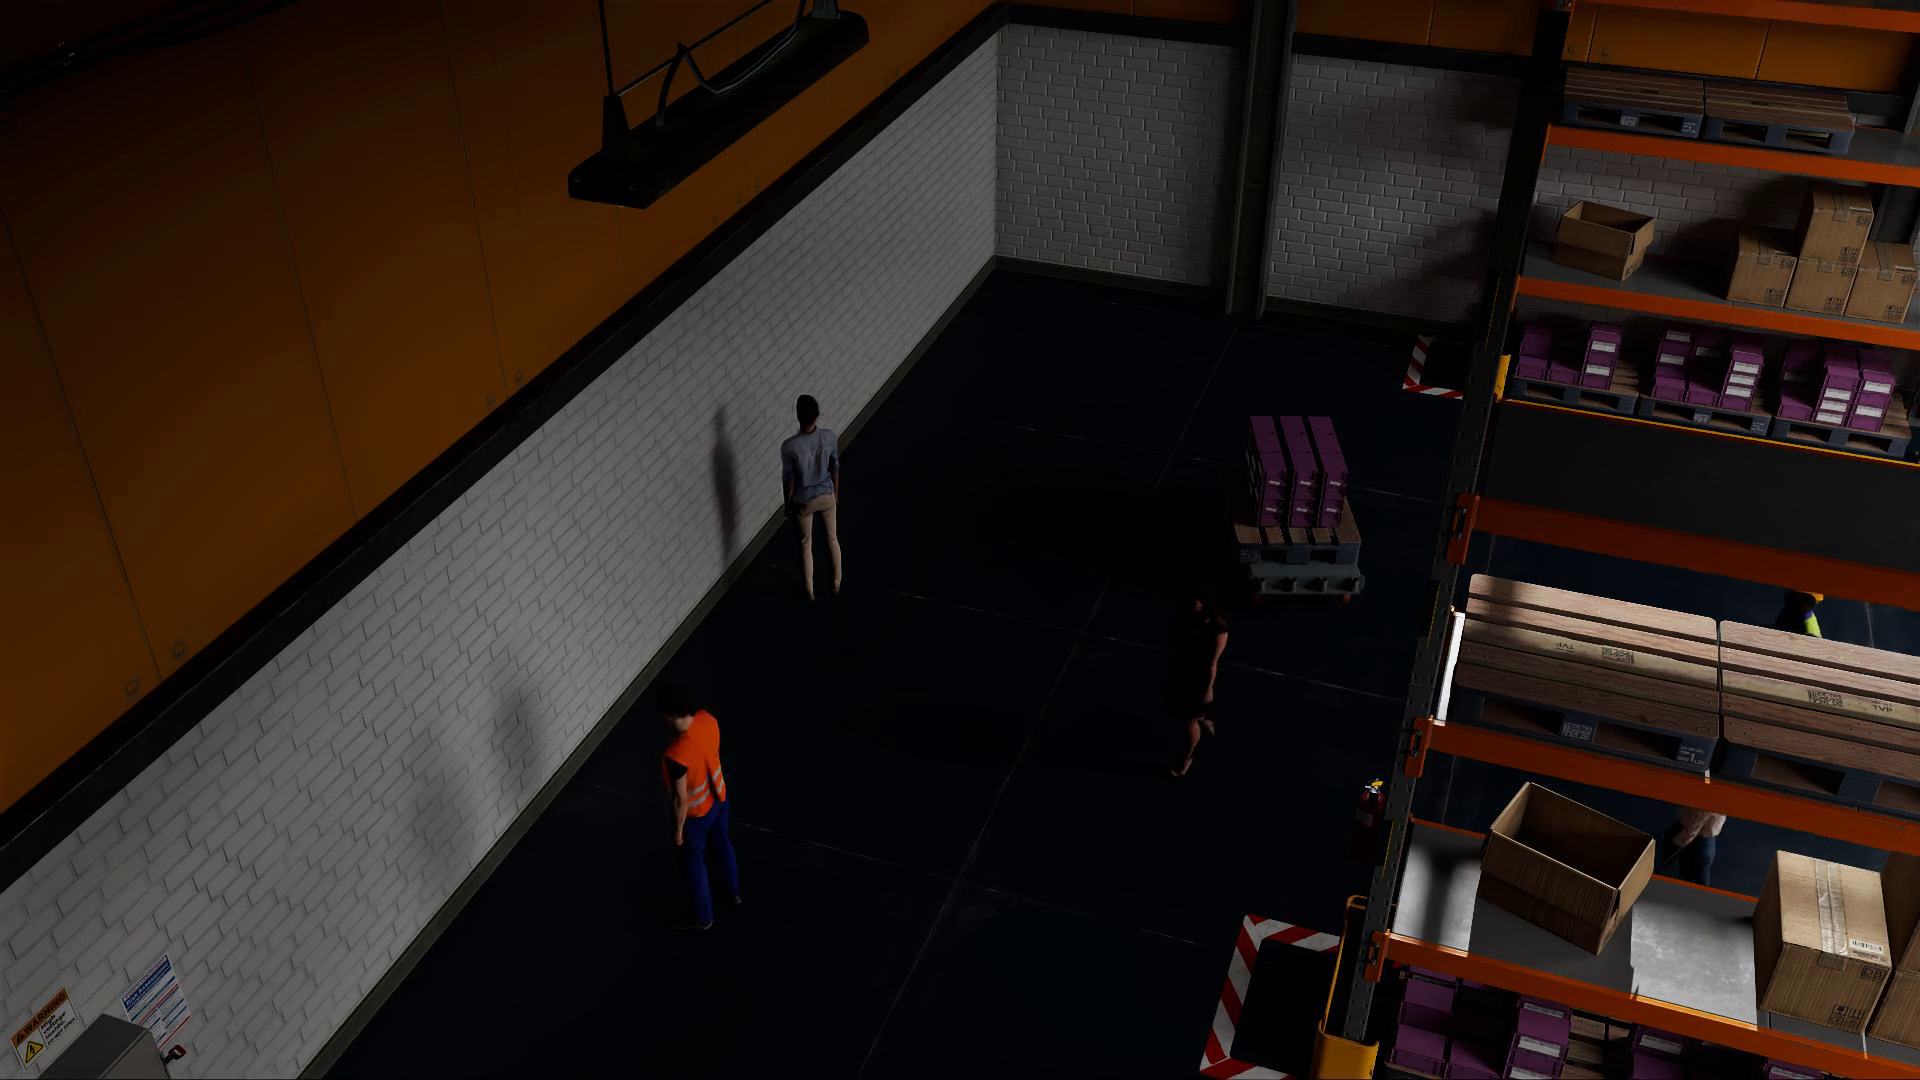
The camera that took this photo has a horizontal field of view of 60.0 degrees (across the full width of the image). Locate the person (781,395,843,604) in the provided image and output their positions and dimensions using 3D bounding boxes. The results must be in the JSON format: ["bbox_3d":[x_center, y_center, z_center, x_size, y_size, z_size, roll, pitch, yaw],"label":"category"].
[{"bbox_3d":[-1.189,-0.336,13.416,0.720,1.847,0.783,-14,36,-20],"label":"person"}]

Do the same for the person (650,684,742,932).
[{"bbox_3d":[-1.633,1.643,10.415,0.638,1.873,0.693,17,37,24],"label":"person"}]

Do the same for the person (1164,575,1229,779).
[{"bbox_3d":[1.691,0.949,11.614,0.943,1.702,0.892,-17,37,-24],"label":"person"}]
